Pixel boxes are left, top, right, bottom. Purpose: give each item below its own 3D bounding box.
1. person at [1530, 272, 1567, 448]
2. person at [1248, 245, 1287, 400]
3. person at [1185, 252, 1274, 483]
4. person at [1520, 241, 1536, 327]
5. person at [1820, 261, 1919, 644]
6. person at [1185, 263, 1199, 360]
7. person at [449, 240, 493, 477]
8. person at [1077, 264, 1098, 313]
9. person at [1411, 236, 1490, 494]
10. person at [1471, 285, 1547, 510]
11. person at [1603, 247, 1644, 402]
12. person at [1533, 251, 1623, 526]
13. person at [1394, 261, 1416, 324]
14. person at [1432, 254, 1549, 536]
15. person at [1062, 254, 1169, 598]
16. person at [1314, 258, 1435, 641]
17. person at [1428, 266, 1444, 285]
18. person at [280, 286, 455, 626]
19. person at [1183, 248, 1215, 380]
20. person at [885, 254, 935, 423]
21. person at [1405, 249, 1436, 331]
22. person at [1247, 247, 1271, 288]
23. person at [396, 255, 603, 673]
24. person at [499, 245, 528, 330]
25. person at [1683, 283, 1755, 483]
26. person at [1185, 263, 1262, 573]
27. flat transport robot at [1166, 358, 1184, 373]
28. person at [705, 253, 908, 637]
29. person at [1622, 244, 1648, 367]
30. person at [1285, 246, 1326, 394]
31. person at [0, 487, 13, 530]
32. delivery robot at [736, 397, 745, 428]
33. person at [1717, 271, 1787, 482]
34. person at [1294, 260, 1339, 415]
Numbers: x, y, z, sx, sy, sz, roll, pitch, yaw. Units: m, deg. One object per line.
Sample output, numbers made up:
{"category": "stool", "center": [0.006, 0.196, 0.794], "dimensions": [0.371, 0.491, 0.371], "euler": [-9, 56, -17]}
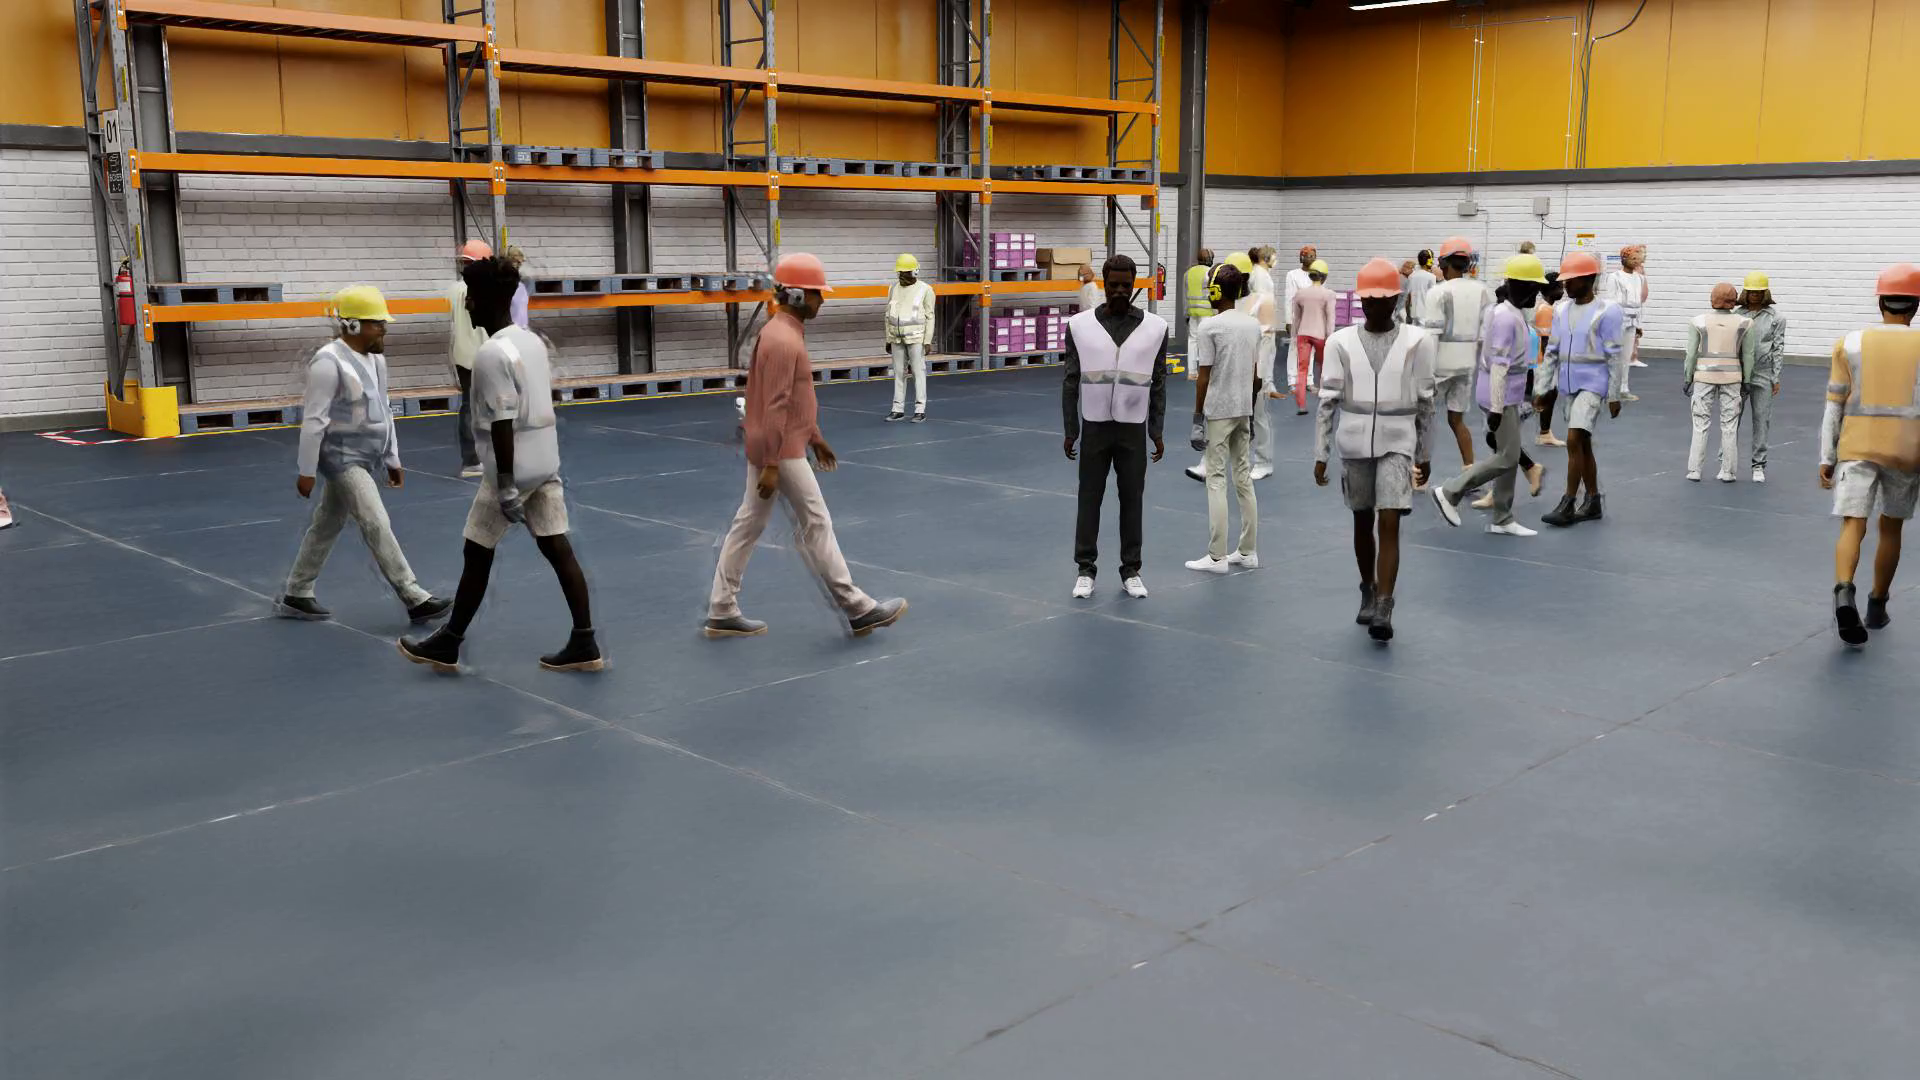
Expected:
{"category": "person", "center": [5.489, -1.713, 15.846], "dimensions": [0.573, 1.679, 0.536], "euler": [5, 12, 25]}
{"category": "person", "center": [3.606, -2.675, 20.510], "dimensions": [0.856, 1.914, 0.644], "euler": [3, 11, 16]}
{"category": "person", "center": [2.265, -1.391, 13.566], "dimensions": [0.612, 1.873, 0.980], "euler": [10, 14, 43]}
{"category": "person", "center": [9.136, -3.835, 26.774], "dimensions": [0.641, 1.919, 0.664], "euler": [4, 11, 22]}
{"category": "person", "center": [4.594, -0.431, 8.311], "dimensions": [0.552, 1.905, 0.922], "euler": [7, 12, 33]}
{"category": "person", "center": [3.979, -3.729, 27.084], "dimensions": [0.783, 1.603, 0.508], "euler": [-9, 14, -42]}
{"category": "person", "center": [-4.005, -1.530, 14.058], "dimensions": [0.620, 1.970, 0.673], "euler": [7, 12, 33]}
{"category": "person", "center": [1.974, -3.280, 24.611], "dimensions": [0.725, 1.604, 0.504], "euler": [-5, 11, -25]}
{"category": "person", "center": [3.850, -1.350, 12.985], "dimensions": [0.623, 2.010, 0.689], "euler": [-5, 11, -24]}
{"category": "person", "center": [4.121, -1.073, 12.366], "dimensions": [0.680, 1.674, 0.546], "euler": [-3, 11, -18]}
{"category": "person", "center": [8.105, -2.624, 20.285], "dimensions": [0.574, 1.883, 0.356], "euler": [-6, 12, -30]}
{"category": "person", "center": [4.271, -1.052, 11.650], "dimensions": [0.817, 1.901, 0.558], "euler": [-5, 11, -25]}
{"category": "person", "center": [7.442, -3.825, 27.624], "dimensions": [0.842, 1.585, 0.519], "euler": [5, 12, 26]}
{"category": "person", "center": [3.590, -0.960, 11.165], "dimensions": [0.618, 1.905, 0.587], "euler": [4, 11, 22]}
{"category": "person", "center": [0.867, -0.632, 9.326], "dimensions": [0.593, 1.920, 0.391], "euler": [0, 10, -1]}
{"category": "person", "center": [2.063, -0.447, 8.361], "dimensions": [0.570, 1.892, 0.942], "euler": [4, 11, 20]}
{"category": "person", "center": [6.545, -2.945, 22.801], "dimensions": [0.509, 1.609, 0.747], "euler": [-2, 11, -13]}
{"category": "person", "center": [-3.136, -0.430, 8.639], "dimensions": [1.030, 1.762, 0.609], "euler": [1, 10, 4]}
{"category": "person", "center": [3.398, -3.134, 23.183], "dimensions": [0.429, 1.839, 0.633], "euler": [-8, 13, -38]}
{"category": "person", "center": [-0.565, -2.178, 18.017], "dimensions": [0.588, 1.822, 0.403], "euler": [6, 12, 28]}
{"category": "person", "center": [6.261, -2.998, 22.457], "dimensions": [0.574, 1.864, 0.556], "euler": [-4, 11, -23]}
{"category": "person", "center": [4.546, -3.576, 25.577], "dimensions": [0.524, 1.845, 0.734], "euler": [1, 10, 5]}
{"category": "person", "center": [-2.123, -0.331, 7.652], "dimensions": [0.983, 1.917, 0.608], "euler": [2, 11, 12]}
{"category": "person", "center": [-4.181, -1.762, 15.474], "dimensions": [0.368, 1.932, 0.623], "euler": [2, 11, 10]}
{"category": "person", "center": [6.214, -1.283, 13.643], "dimensions": [0.523, 1.636, 0.309], "euler": [4, 11, 20]}
{"category": "person", "center": [1.600, -0.731, 10.041], "dimensions": [0.506, 1.861, 0.329], "euler": [-8, 13, -36]}
{"category": "flat transport robot", "center": [2.590, -2.509, 24.052], "dimensions": [0.652, 0.197, 1.431], "euler": [8, 13, 39]}
{"category": "person", "center": [-0.813, -0.454, 8.323], "dimensions": [1.047, 1.926, 0.613], "euler": [-2, 11, -13]}
{"category": "person", "center": [10.307, -3.617, 25.677], "dimensions": [0.621, 1.894, 0.650], "euler": [7, 12, 33]}
{"category": "person", "center": [4.420, -2.810, 21.297], "dimensions": [0.575, 1.885, 0.355], "euler": [-4, 11, -20]}
{"category": "person", "center": [-6.892, -0.915, 11.067], "dimensions": [0.655, 1.842, 1.005], "euler": [6, 12, 31]}
{"category": "delivery robot", "center": [-1.853, -1.309, 16.480], "dimensions": [0.707, 0.478, 0.477], "euler": [-4, 11, -21]}
{"category": "person", "center": [6.501, -1.340, 13.692], "dimensions": [0.480, 1.733, 0.339], "euler": [5, 11, 24]}
{"category": "person", "center": [4.068, -2.306, 18.933], "dimensions": [0.540, 1.729, 0.842], "euler": [7, 13, 35]}
